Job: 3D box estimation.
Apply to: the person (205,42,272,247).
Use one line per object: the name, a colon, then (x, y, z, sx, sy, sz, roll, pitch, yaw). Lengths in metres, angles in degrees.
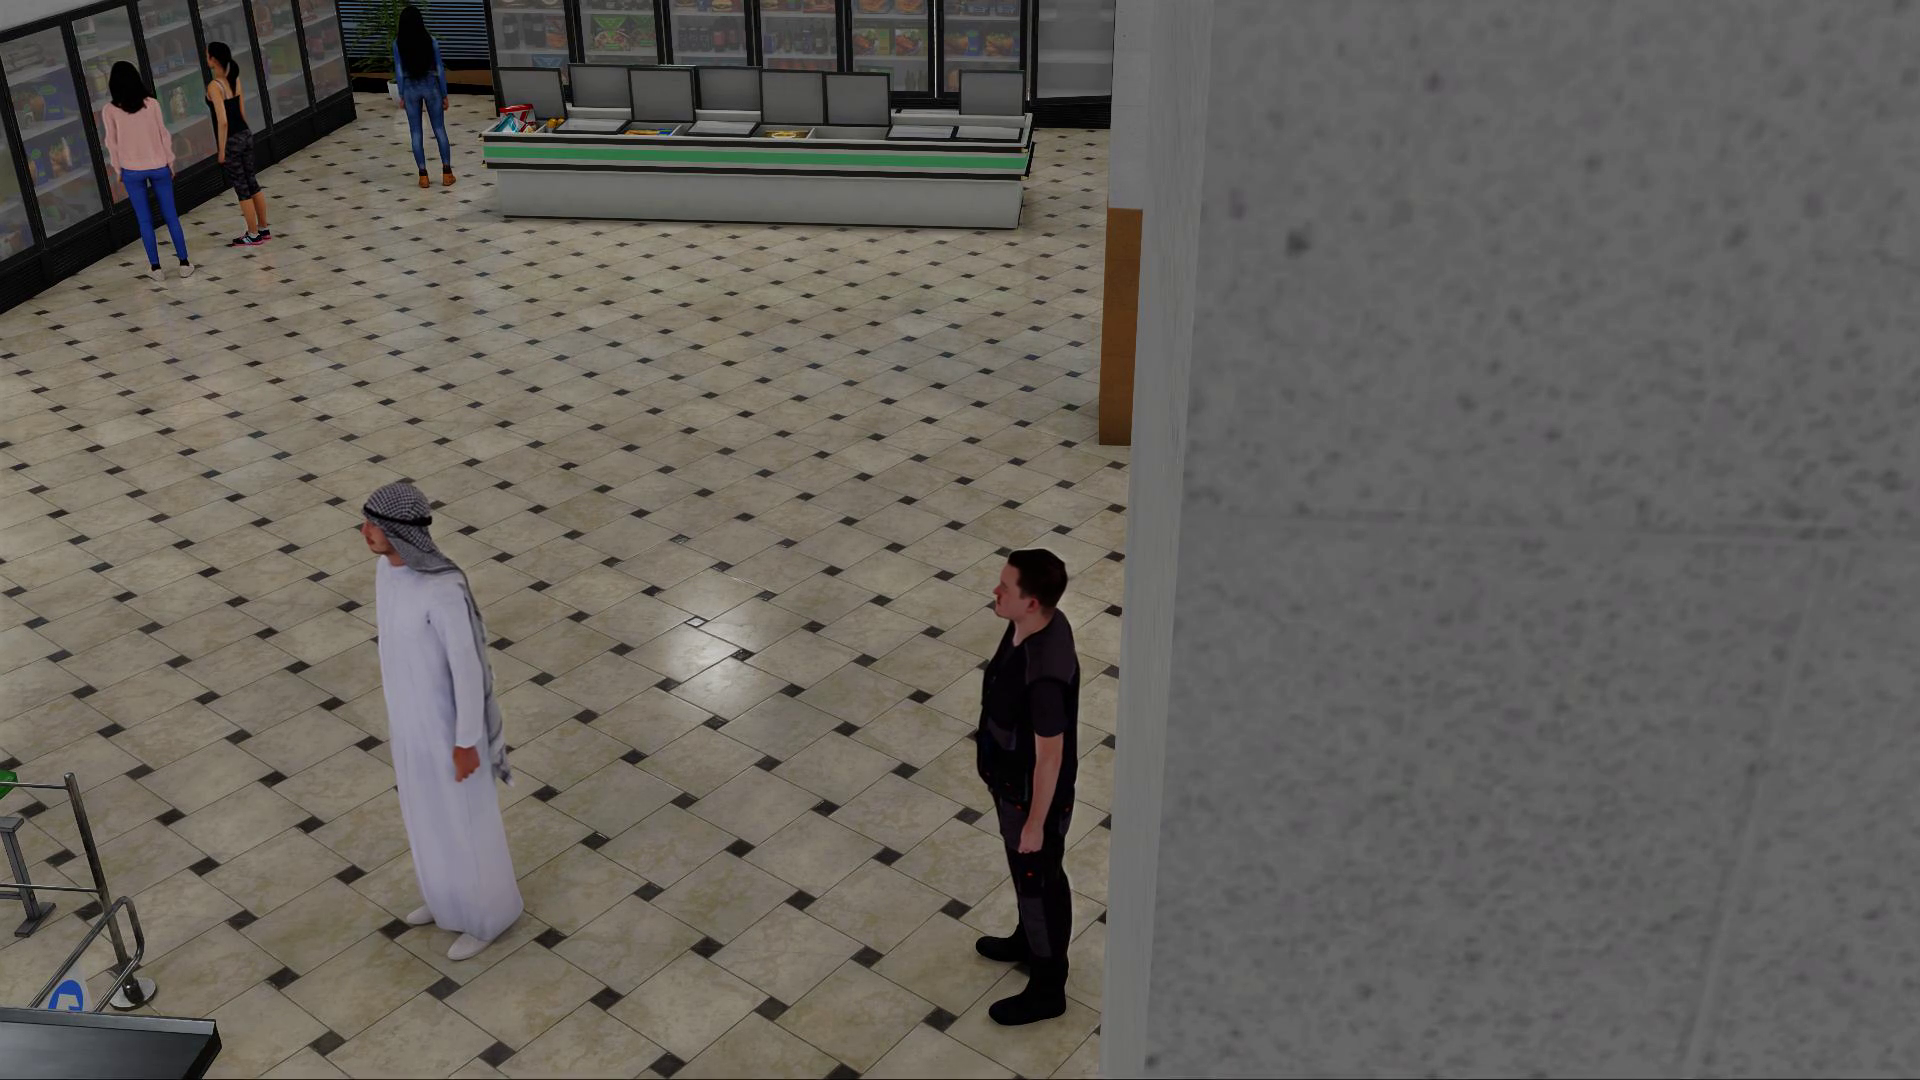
person: (-6.274, -3.435, 14.421, 0.552, 1.730, 0.576, 4, 27, 8)

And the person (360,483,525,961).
person: (-1.922, 0.663, 6.123, 0.783, 1.926, 0.861, 24, 35, 38)

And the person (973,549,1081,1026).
person: (0.251, 0.858, 5.828, 0.653, 1.845, 0.768, -3, 27, -5)

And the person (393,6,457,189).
person: (-5.213, -4.299, 16.145, 0.582, 1.712, 0.735, -8, 28, -14)

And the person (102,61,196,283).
person: (-6.607, -2.987, 13.494, 0.665, 1.769, 0.783, -12, 29, -23)
